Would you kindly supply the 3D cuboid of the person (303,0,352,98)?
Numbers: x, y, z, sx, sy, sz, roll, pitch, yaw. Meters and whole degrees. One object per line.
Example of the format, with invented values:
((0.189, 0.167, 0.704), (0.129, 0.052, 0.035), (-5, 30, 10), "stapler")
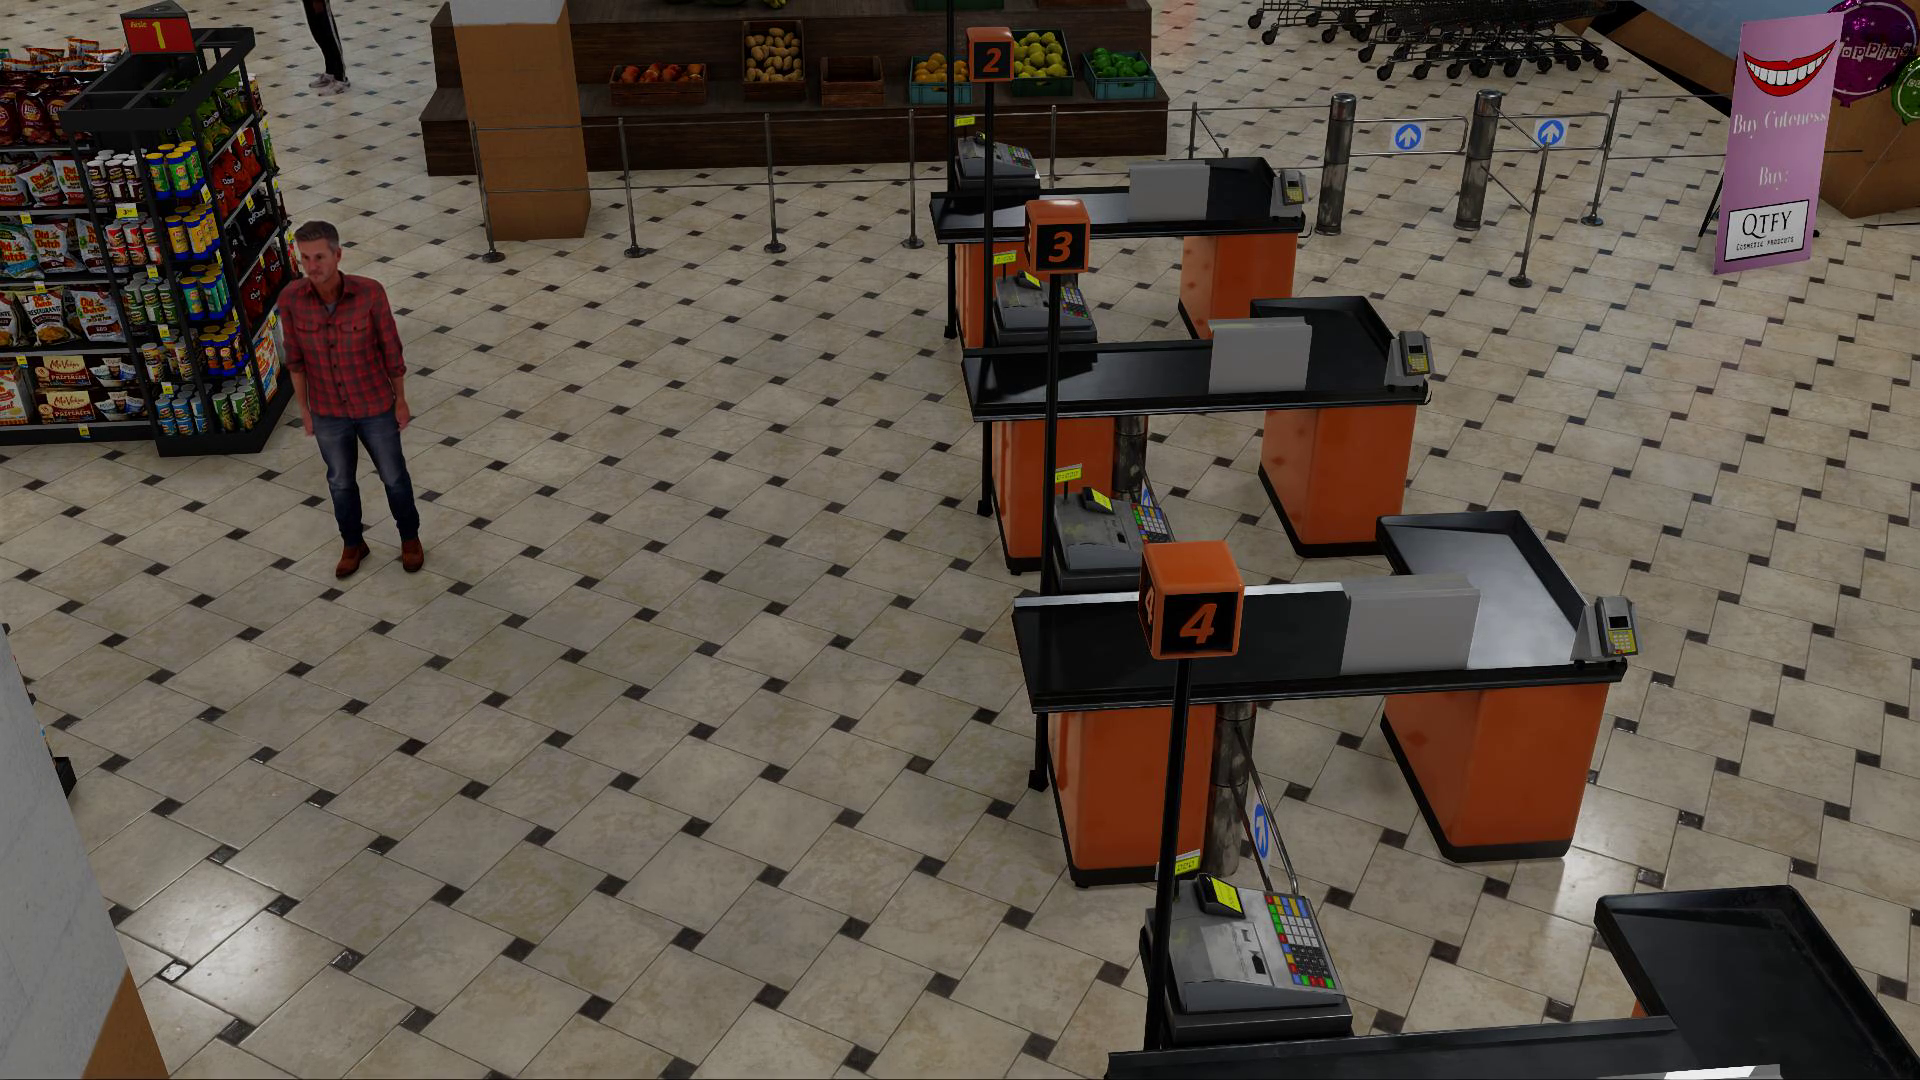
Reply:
((-5.762, -4.940, 14.869), (0.708, 1.828, 0.734), (-17, 36, -25), "person")

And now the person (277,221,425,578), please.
((-2.923, -0.673, 8.010), (0.491, 1.830, 0.753), (-5, 32, -8), "person")
